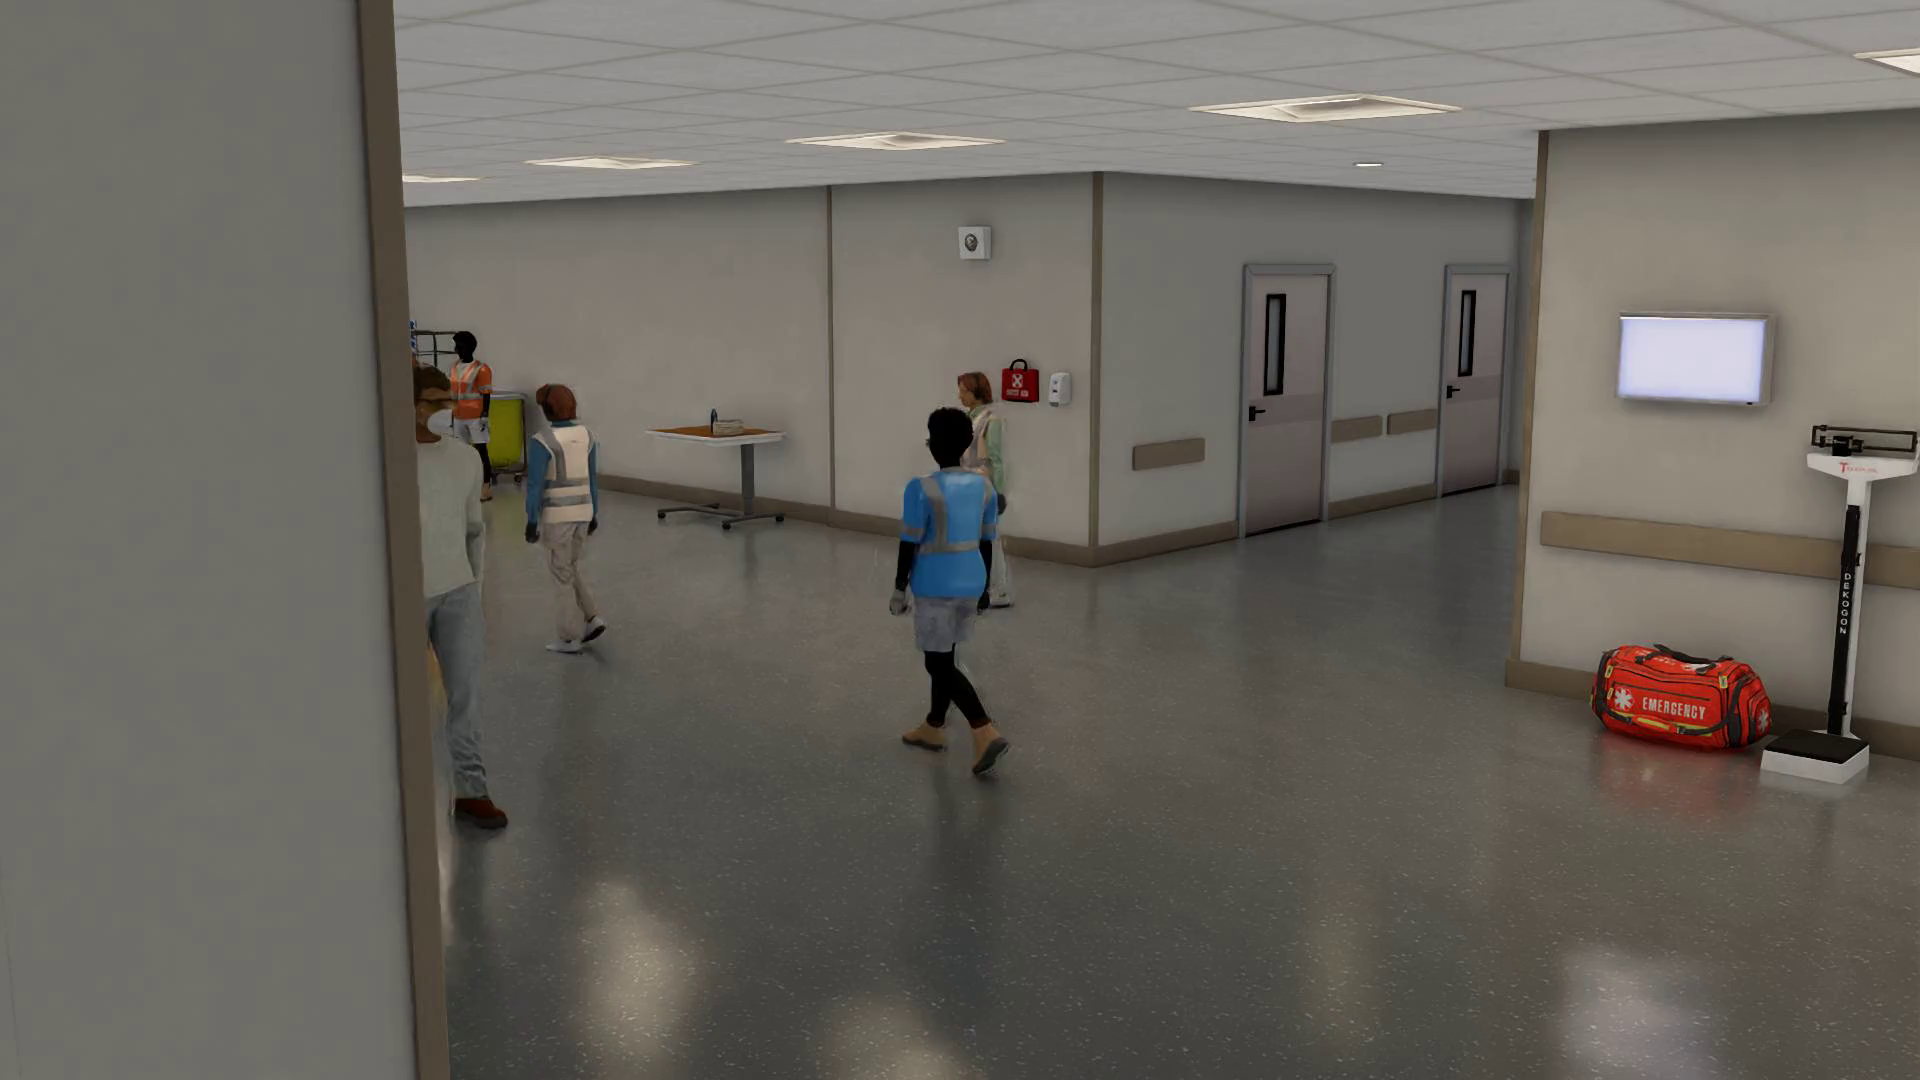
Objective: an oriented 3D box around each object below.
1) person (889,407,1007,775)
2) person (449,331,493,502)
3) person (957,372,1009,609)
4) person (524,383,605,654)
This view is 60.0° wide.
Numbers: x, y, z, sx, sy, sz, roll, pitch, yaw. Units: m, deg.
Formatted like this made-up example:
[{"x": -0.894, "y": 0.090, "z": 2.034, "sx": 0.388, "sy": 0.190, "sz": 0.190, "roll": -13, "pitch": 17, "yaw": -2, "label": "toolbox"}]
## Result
[{"x": -0.019, "y": 0.223, "z": 7.676, "sx": 0.764, "sy": 1.671, "sz": 0.532, "roll": 9, "pitch": 13, "yaw": 44, "label": "person"}, {"x": -4.851, "y": -1.219, "z": 16.446, "sx": 0.532, "sy": 1.694, "sz": 0.320, "roll": 5, "pitch": 10, "yaw": 27, "label": "person"}, {"x": 0.022, "y": -0.306, "z": 11.082, "sx": 0.761, "sy": 1.605, "sz": 0.551, "roll": -4, "pitch": 10, "yaw": -22, "label": "person"}, {"x": -2.379, "y": -0.121, "z": 9.943, "sx": 0.368, "sy": 1.627, "sz": 0.515, "roll": 5, "pitch": 10, "yaw": 27, "label": "person"}]
